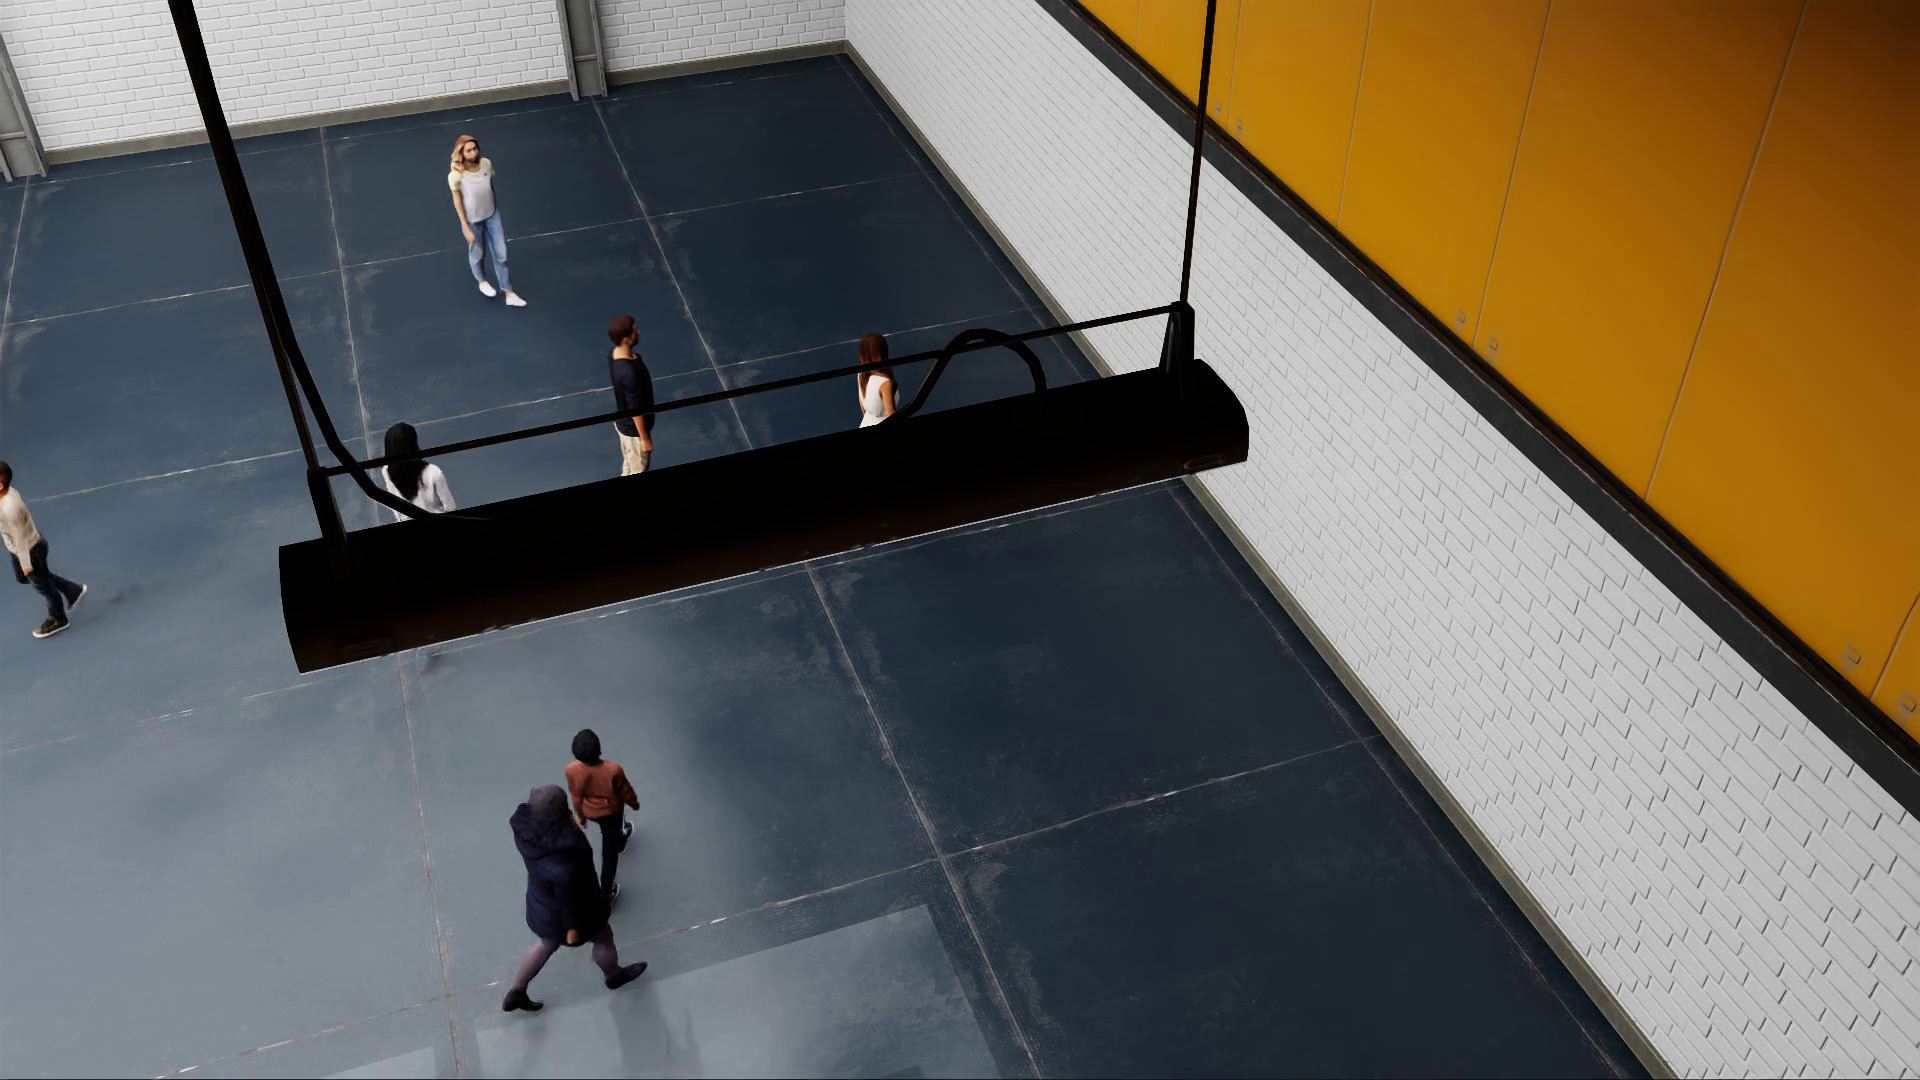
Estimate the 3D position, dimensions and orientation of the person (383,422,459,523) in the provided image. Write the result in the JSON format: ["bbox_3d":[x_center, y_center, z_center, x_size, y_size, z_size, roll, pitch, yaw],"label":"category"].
[{"bbox_3d":[-3.729,-0.053,11.571,0.984,1.685,0.978,8,39,10],"label":"person"}]

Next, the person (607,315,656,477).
[{"bbox_3d":[-2.449,-0.856,12.443,0.561,1.852,0.646,-15,41,-18],"label":"person"}]

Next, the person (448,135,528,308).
[{"bbox_3d":[-4.433,-2.936,15.182,0.944,1.683,0.989,31,48,33],"label":"person"}]

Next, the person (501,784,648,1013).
[{"bbox_3d":[-2.240,1.997,9.045,1.137,1.635,0.859,-25,45,-28],"label":"person"}]

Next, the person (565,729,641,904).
[{"bbox_3d":[-2.120,1.643,9.817,0.909,1.225,0.877,8,39,9],"label":"person"}]

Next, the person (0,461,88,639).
[{"bbox_3d":[-6.473,0.027,11.654,0.767,1.457,0.684,-28,46,-30],"label":"person"}]

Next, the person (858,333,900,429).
[{"bbox_3d":[-0.611,-0.757,12.373,0.606,1.785,0.633,-24,44,-27],"label":"person"}]
